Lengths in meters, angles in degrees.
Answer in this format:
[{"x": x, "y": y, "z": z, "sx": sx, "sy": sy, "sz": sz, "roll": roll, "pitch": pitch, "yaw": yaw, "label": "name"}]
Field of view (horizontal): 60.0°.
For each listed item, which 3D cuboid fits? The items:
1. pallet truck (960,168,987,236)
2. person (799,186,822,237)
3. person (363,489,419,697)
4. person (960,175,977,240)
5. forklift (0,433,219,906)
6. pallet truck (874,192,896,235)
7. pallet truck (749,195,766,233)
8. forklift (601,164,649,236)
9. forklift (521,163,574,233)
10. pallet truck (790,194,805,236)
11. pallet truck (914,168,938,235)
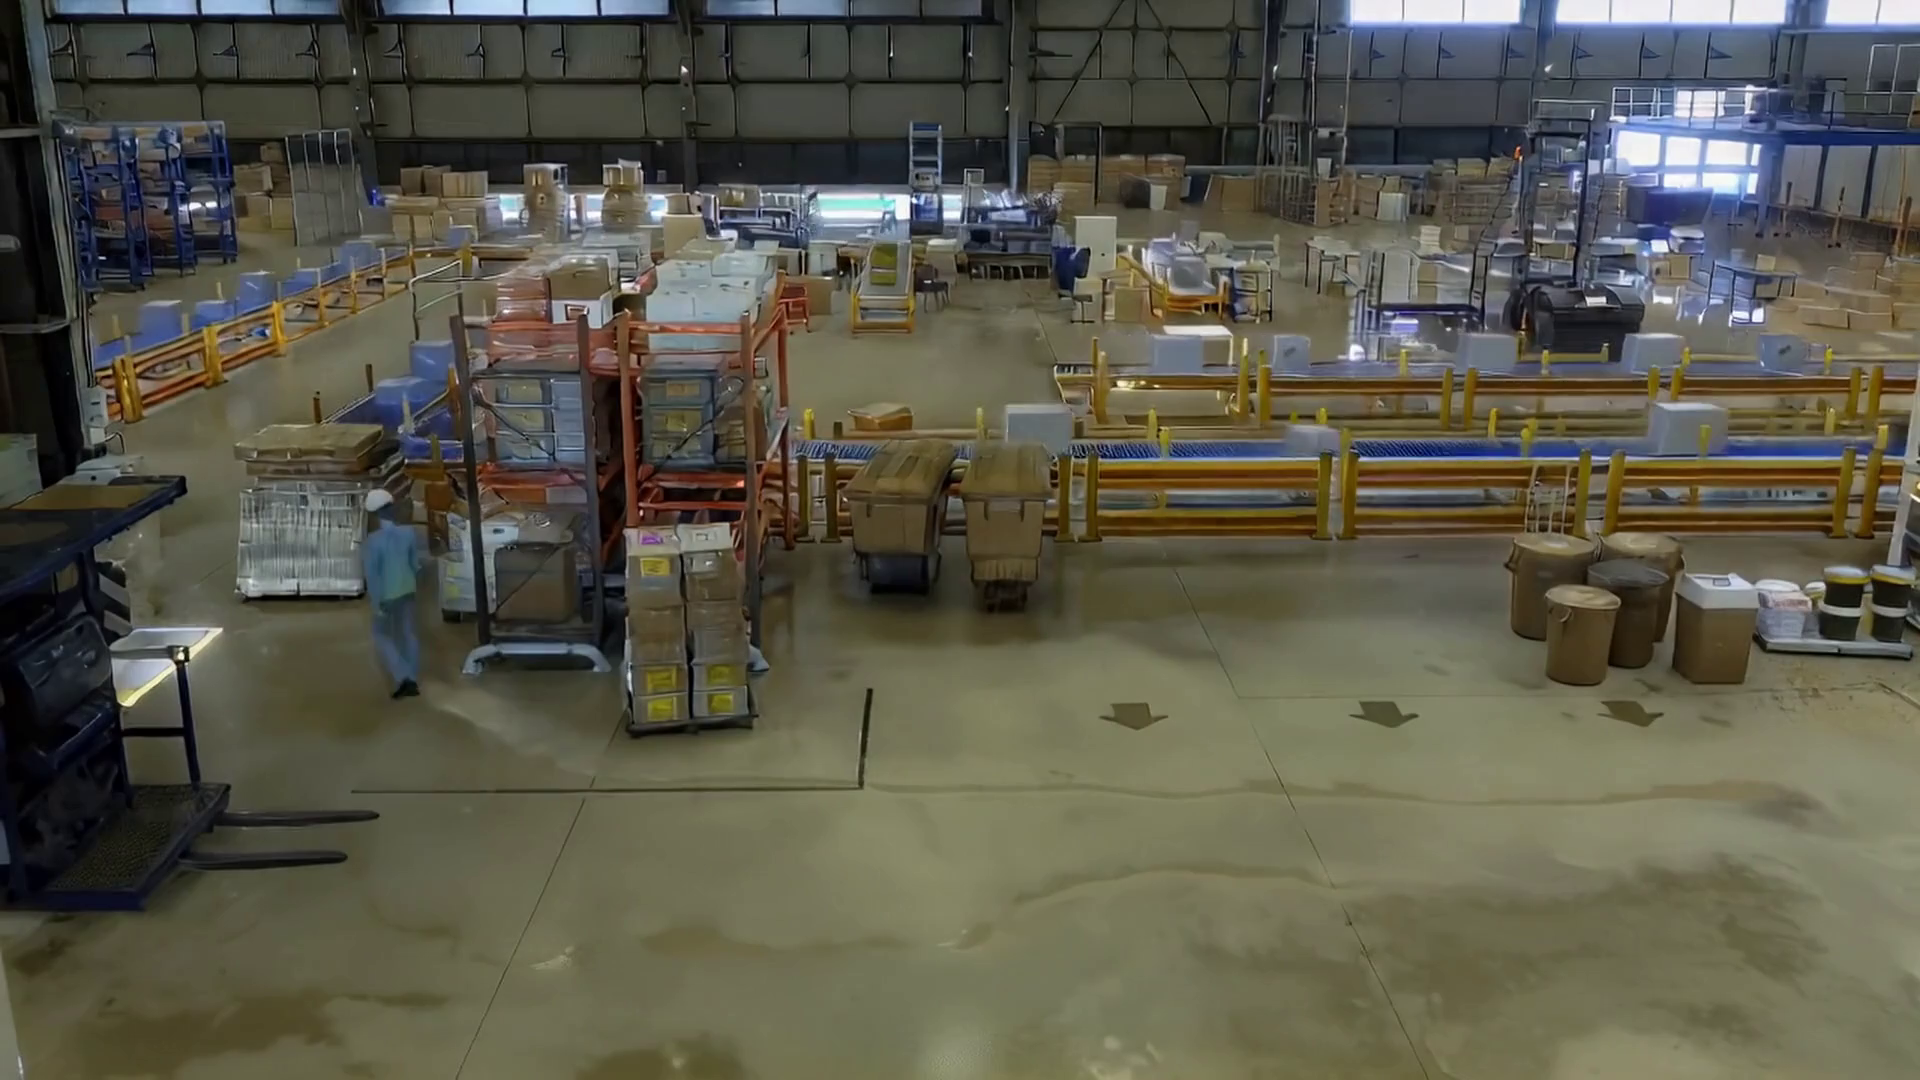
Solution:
[{"x": 0.383, "y": -10.230, "z": 50.206, "sx": 0.823, "sy": 1.965, "sz": 1.885, "roll": -1, "pitch": 16, "yaw": -3, "label": "pallet truck"}, {"x": -3.795, "y": -7.951, "z": 42.234, "sx": 0.617, "sy": 2.027, "sz": 0.466, "roll": 14, "pitch": 21, "yaw": 40, "label": "person"}, {"x": -4.628, "y": 0.438, "z": 13.567, "sx": 0.371, "sy": 1.747, "sz": 0.521, "roll": 12, "pitch": 20, "yaw": 36, "label": "person"}, {"x": 0.244, "y": -9.615, "z": 48.230, "sx": 0.402, "sy": 1.911, "sz": 0.639, "roll": -10, "pitch": 19, "yaw": -32, "label": "person"}, {"x": -5.952, "y": 0.780, "z": 10.366, "sx": 1.873, "sy": 2.768, "sz": 1.129, "roll": 0, "pitch": 16, "yaw": -1, "label": "forklift"}, {"x": -2.277, "y": -9.986, "z": 50.594, "sx": 0.653, "sy": 1.274, "sz": 1.630, "roll": 0, "pitch": 16, "yaw": -1, "label": "pallet truck"}, {"x": -6.051, "y": -9.967, "z": 50.660, "sx": 0.680, "sy": 1.201, "sz": 1.601, "roll": 0, "pitch": 16, "yaw": -1, "label": "pallet truck"}, {"x": -9.948, "y": -10.127, "z": 49.296, "sx": 1.157, "sy": 1.987, "sz": 2.680, "roll": -1, "pitch": 16, "yaw": -3, "label": "forklift"}, {"x": -12.233, "y": -10.122, "z": 49.298, "sx": 1.157, "sy": 1.987, "sz": 2.680, "roll": 0, "pitch": 16, "yaw": -1, "label": "forklift"}, {"x": -4.814, "y": -9.883, "z": 50.259, "sx": 0.704, "sy": 1.261, "sz": 1.522, "roll": -1, "pitch": 16, "yaw": -3, "label": "pallet truck"}, {"x": -0.989, "y": -10.316, "z": 50.507, "sx": 0.823, "sy": 1.965, "sz": 1.885, "roll": 1, "pitch": 16, "yaw": 3, "label": "pallet truck"}]
